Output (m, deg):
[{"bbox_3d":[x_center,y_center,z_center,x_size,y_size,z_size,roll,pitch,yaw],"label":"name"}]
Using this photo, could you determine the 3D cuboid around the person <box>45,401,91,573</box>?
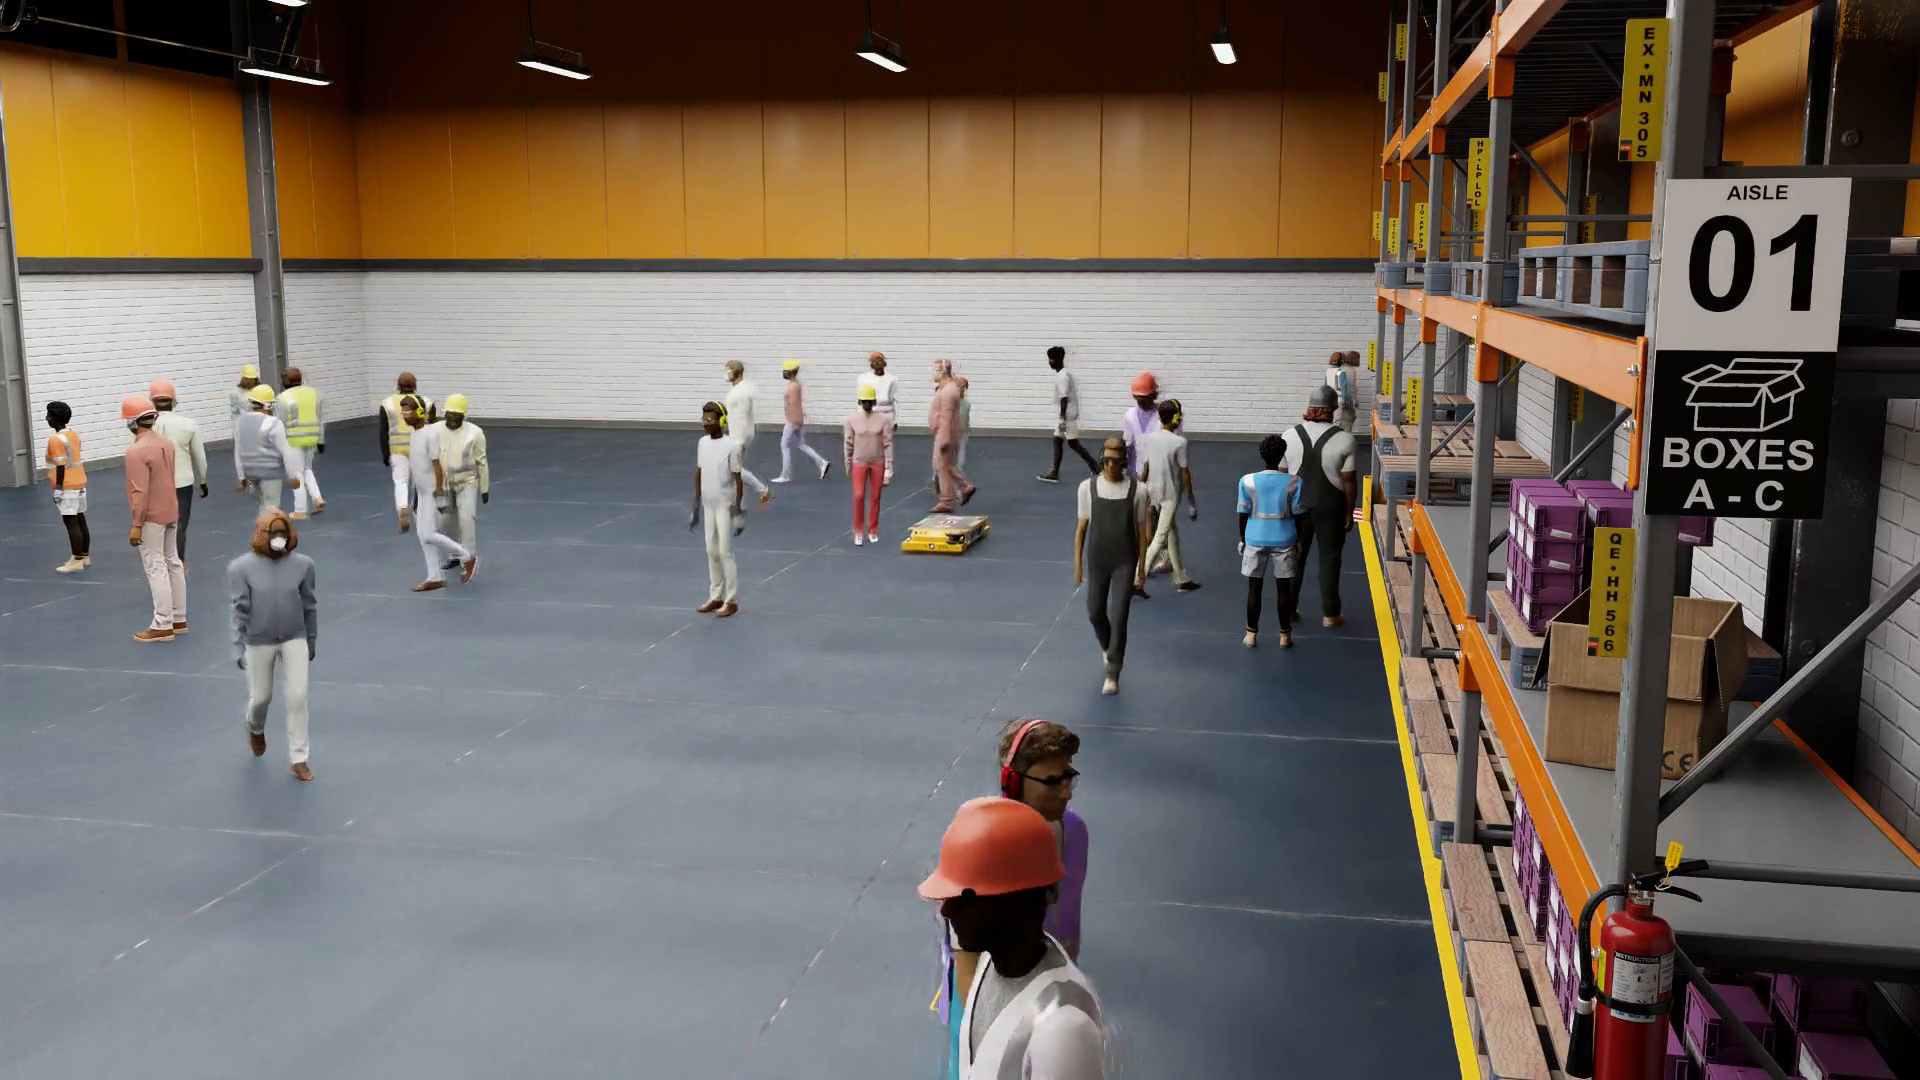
[{"bbox_3d":[-8.802,-0.523,16.395,0.322,1.697,0.533,-2,10,-9],"label":"person"}]

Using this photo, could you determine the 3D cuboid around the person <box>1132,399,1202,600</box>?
[{"bbox_3d":[1.870,-0.369,15.143,0.992,1.821,0.527,-7,12,-36],"label":"person"}]

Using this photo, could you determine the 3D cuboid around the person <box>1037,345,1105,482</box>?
[{"bbox_3d":[1.558,-1.730,23.018,0.900,1.927,0.643,1,9,6],"label":"person"}]

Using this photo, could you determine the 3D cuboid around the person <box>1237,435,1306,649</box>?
[{"bbox_3d":[2.452,0.019,13.137,0.539,1.696,0.317,1,10,9],"label":"person"}]

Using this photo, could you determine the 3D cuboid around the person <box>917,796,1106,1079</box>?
[{"bbox_3d":[0.160,1.492,3.554,0.477,1.938,0.747,-3,10,-16],"label":"person"}]

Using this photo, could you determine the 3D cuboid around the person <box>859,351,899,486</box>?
[{"bbox_3d":[-1.128,-1.707,23.118,0.563,1.850,0.945,-1,9,-5],"label":"person"}]

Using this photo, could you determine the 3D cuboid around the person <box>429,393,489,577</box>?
[{"bbox_3d":[-4.934,-0.555,16.278,0.642,1.803,0.596,1,9,6],"label":"person"}]

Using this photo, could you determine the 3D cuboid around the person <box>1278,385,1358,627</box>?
[{"bbox_3d":[3.033,-0.302,14.034,0.680,2.000,0.535,5,11,28],"label":"person"}]

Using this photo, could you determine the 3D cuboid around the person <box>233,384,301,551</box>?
[{"bbox_3d":[-7.071,-0.685,17.017,0.596,1.810,0.486,5,11,27],"label":"person"}]

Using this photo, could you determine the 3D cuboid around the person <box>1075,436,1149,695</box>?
[{"bbox_3d":[1.092,0.154,11.934,0.520,1.828,0.716,2,10,11],"label":"person"}]

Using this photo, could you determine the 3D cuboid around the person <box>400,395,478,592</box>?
[{"bbox_3d":[-4.890,-0.442,15.496,0.555,1.837,0.531,-7,12,-37],"label":"person"}]

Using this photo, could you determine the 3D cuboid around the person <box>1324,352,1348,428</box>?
[{"bbox_3d":[6.002,-2.186,26.591,0.309,1.640,0.511,-4,10,-25],"label":"person"}]

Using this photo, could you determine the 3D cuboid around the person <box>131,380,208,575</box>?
[{"bbox_3d":[-7.452,-0.528,15.695,0.603,1.949,1.032,-2,10,-10],"label":"person"}]

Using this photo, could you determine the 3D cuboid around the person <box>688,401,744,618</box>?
[{"bbox_3d":[-2.099,-0.274,14.386,0.542,1.871,0.332,8,12,38],"label":"person"}]

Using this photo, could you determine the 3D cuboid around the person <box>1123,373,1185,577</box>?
[{"bbox_3d":[1.818,-0.627,16.151,0.632,1.980,0.902,9,13,43],"label":"person"}]

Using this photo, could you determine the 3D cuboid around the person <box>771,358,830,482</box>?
[{"bbox_3d":[-2.232,-1.657,23.092,0.744,1.741,0.511,1,9,7],"label":"person"}]

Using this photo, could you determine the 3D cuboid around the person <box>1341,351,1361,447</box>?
[{"bbox_3d":[6.443,-2.297,27.348,0.569,1.609,0.523,1,9,4],"label":"person"}]

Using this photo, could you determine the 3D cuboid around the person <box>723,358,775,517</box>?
[{"bbox_3d":[-2.593,-1.211,19.878,0.557,1.916,0.637,-3,10,-18],"label":"person"}]

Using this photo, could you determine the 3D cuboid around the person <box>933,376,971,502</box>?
[{"bbox_3d":[-0.103,-1.306,21.371,0.507,1.606,0.599,-6,11,-32],"label":"person"}]

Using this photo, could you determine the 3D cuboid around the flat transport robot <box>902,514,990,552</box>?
[{"bbox_3d":[-0.134,-0.089,18.072,0.652,0.197,1.431,2,10,13],"label":"flat transport robot"}]

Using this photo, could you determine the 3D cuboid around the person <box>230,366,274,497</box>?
[{"bbox_3d":[-9.216,-1.415,21.732,0.513,1.694,0.879,-6,11,-31],"label":"person"}]

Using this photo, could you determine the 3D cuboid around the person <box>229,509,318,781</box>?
[{"bbox_3d":[-4.082,0.596,9.907,0.503,1.612,0.658,-6,11,-33],"label":"person"}]

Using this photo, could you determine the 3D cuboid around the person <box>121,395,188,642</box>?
[{"bbox_3d":[-6.524,-0.175,13.416,0.392,1.991,0.612,0,9,1],"label":"person"}]

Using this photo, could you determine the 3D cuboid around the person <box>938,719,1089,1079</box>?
[{"bbox_3d":[0.207,1.382,4.616,0.965,1.789,0.587,9,13,44],"label":"person"}]

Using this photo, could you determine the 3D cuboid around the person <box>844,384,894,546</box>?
[{"bbox_3d":[-0.974,-0.804,17.971,0.532,1.743,0.676,-1,10,-8],"label":"person"}]

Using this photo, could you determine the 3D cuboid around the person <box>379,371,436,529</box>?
[{"bbox_3d":[-6.302,-1.019,19.043,0.633,1.818,0.780,-3,10,-18],"label":"person"}]

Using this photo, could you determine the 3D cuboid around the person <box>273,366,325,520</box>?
[{"bbox_3d":[-7.857,-1.142,19.727,0.447,1.827,0.662,5,11,29],"label":"person"}]

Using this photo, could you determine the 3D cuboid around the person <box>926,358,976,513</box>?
[{"bbox_3d":[-0.130,-1.263,20.265,0.528,1.895,0.647,0,9,-2],"label":"person"}]
